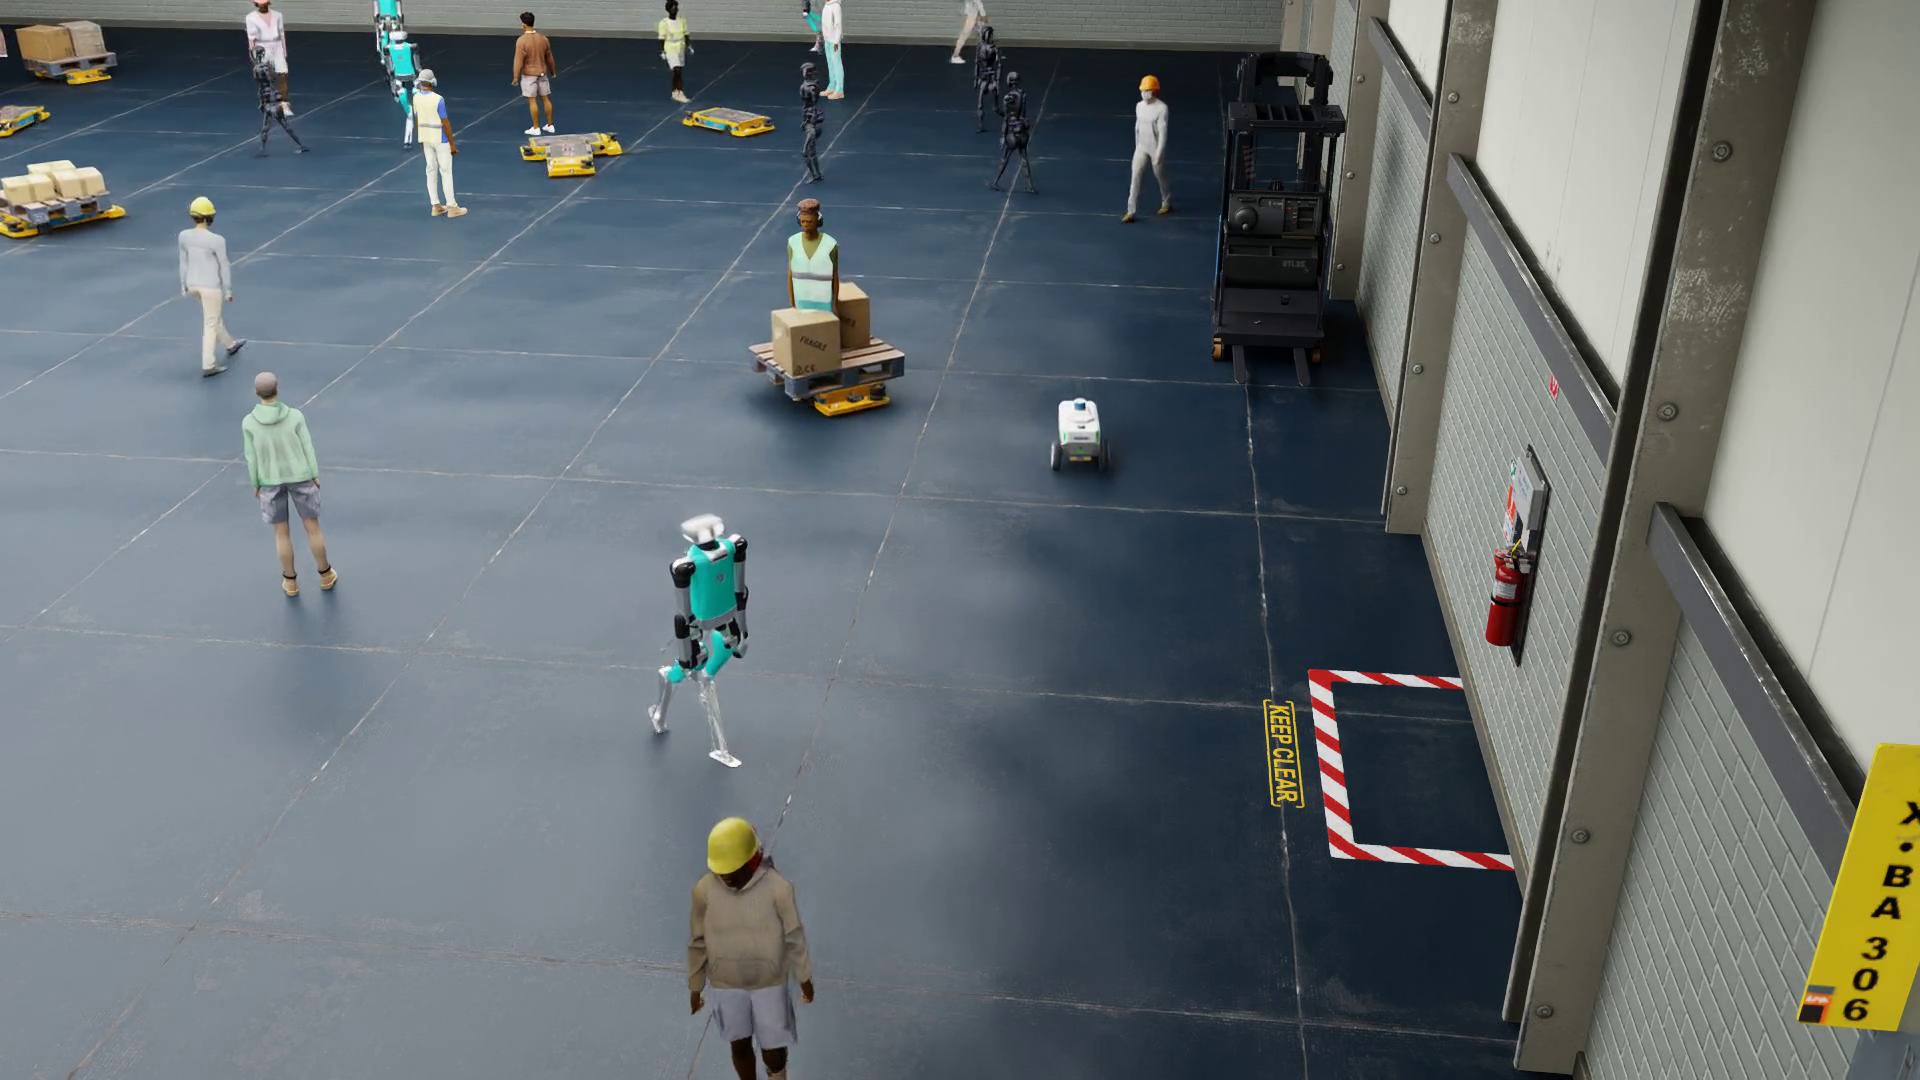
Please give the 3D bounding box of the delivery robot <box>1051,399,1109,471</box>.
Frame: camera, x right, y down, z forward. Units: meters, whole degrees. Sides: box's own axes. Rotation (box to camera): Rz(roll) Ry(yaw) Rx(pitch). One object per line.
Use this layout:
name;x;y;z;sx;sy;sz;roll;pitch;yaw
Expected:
delivery robot;1.055;-0.946;14.709;0.499;0.596;0.775;0;27;1

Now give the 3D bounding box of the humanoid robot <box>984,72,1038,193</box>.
humanoid robot;0.717;-5.577;22.726;0.753;1.628;0.588;15;30;27

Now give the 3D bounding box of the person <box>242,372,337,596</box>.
person;-4.988;-0.408;12.308;0.474;1.743;0.336;-9;28;-18

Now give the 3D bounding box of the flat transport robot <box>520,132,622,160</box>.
flat transport robot;-5.828;-5.881;24.879;1.431;0.231;0.659;-8;28;-16

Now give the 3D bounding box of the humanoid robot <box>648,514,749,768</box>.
humanoid robot;-1.725;0.579;10.396;0.903;1.806;0.547;23;35;38

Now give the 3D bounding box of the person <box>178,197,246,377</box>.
person;-7.468;-2.561;16.640;0.531;1.712;0.883;8;28;16

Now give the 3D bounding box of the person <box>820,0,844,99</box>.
person;-2.168;-8.478;28.227;0.372;1.917;0.488;-14;30;-25

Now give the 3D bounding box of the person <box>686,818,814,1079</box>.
person;-0.952;1.983;7.528;0.576;1.741;0.465;1;27;2

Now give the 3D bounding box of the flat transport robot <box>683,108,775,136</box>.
flat transport robot;-3.674;-6.638;26.390;1.431;0.231;0.659;21;33;35

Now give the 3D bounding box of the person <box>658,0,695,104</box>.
person;-4.704;-8.192;27.928;0.722;1.671;0.543;21;33;35

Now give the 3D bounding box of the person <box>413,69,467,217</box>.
person;-6.795;-5.137;21.584;0.523;1.894;0.401;11;28;20

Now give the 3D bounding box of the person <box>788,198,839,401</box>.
person;-1.376;-2.270;15.765;0.484;1.977;0.395;4;27;7

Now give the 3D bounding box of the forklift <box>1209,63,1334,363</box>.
forklift;3.241;-3.477;17.183;1.129;2.768;1.873;3;27;6

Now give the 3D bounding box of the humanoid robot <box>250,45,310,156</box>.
humanoid robot;-10.164;-6.478;24.578;0.842;1.622;0.603;-19;32;-33

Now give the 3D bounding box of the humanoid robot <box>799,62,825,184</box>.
humanoid robot;-2.077;-5.820;23.186;0.367;1.643;0.608;-9;28;-17

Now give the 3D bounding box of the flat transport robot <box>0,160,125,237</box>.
flat transport robot;-11.679;-4.196;21.515;0.659;0.231;1.431;21;33;35

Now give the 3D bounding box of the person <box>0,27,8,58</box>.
person;-18.384;-9.999;31.273;0.403;1.909;0.642;4;27;8

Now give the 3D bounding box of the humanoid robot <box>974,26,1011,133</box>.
humanoid robot;0.505;-7.216;26.001;0.609;1.627;0.691;24;35;39

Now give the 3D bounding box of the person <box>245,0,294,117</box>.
person;-11.275;-7.965;27.114;0.611;2.007;0.943;-20;33;-34

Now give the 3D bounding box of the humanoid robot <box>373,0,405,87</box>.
humanoid robot;-10.081;-8.833;29.167;0.542;1.788;0.926;1;27;2

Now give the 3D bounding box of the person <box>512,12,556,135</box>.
person;-6.593;-7.257;25.863;0.392;1.848;0.778;23;34;38

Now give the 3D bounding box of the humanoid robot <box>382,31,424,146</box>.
humanoid robot;-8.291;-6.801;25.066;0.548;1.739;0.967;-2;27;-5

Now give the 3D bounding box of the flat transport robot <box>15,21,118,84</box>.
flat transport robot;-15.984;-8.402;29.911;1.431;0.231;0.659;18;32;32

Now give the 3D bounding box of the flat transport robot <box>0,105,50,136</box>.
flat transport robot;-15.154;-6.667;26.448;0.659;0.231;1.431;0;27;0

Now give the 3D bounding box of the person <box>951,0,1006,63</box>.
person;0.309;-9.823;31.030;1.038;1.811;0.496;1;27;2

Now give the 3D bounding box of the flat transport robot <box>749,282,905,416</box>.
flat transport robot;-1.315;-1.568;16.268;0.659;0.231;1.431;-15;30;-27

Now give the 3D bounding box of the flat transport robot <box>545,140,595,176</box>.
flat transport robot;-5.706;-5.584;24.287;0.659;0.231;1.431;-6;27;-13

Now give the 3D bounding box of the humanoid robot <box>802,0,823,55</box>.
humanoid robot;-2.781;-10.125;31.835;0.755;1.903;0.530;-2;27;-3

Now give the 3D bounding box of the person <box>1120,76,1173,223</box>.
person;2.485;-5.075;21.508;0.552;1.851;0.978;19;32;33
